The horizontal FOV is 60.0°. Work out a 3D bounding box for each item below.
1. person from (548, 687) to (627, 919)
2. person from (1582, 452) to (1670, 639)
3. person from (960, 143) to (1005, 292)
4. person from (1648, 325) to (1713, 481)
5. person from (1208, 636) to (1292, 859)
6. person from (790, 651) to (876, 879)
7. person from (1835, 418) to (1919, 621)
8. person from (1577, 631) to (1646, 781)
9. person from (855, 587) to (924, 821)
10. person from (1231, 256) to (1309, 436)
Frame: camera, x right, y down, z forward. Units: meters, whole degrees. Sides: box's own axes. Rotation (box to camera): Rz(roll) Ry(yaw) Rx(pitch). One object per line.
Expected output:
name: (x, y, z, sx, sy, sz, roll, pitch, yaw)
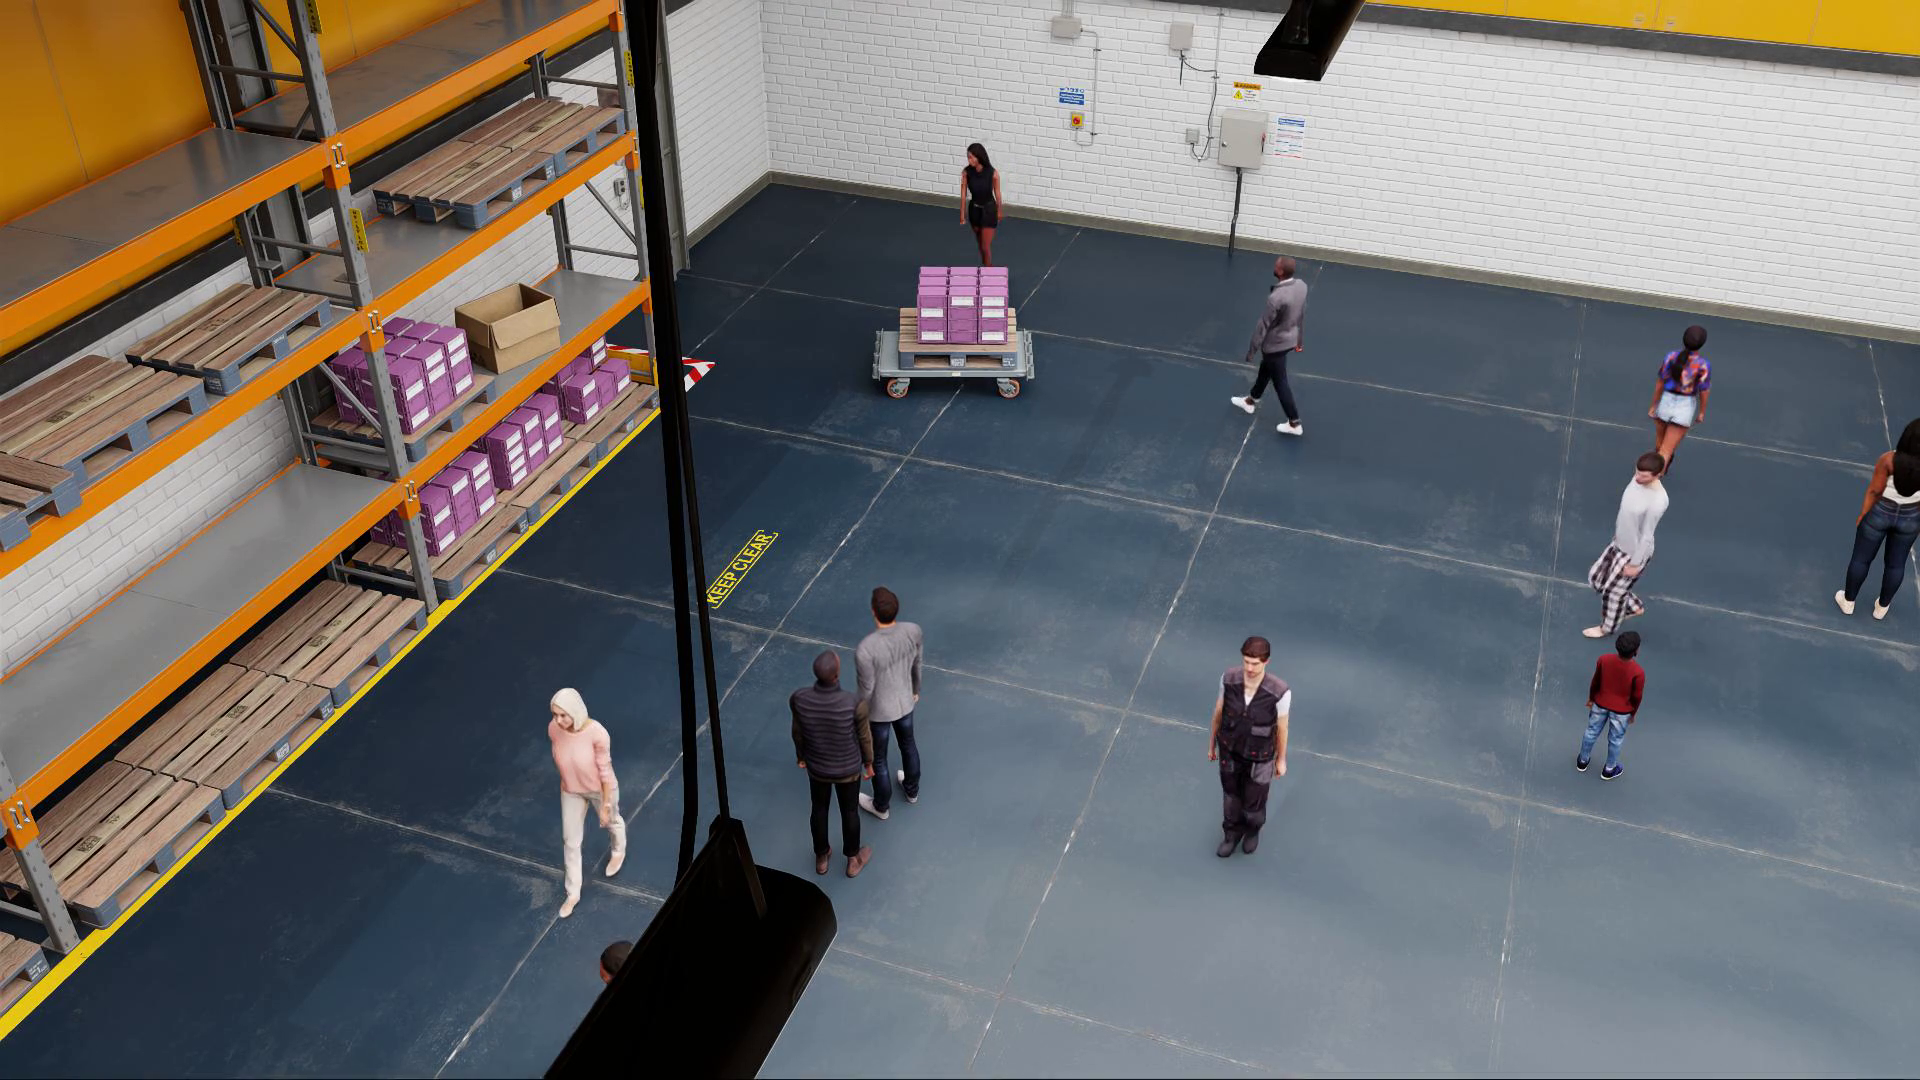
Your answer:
person: (-2.396, 1.576, 10.963, 0.697, 1.693, 0.995, 5, 34, 8)
person: (5.375, 0.061, 13.129, 0.887, 1.818, 0.819, 2, 34, 2)
person: (0.302, -3.701, 18.894, 0.611, 1.703, 0.848, 9, 35, 13)
person: (6.396, -1.085, 14.971, 0.893, 1.689, 1.229, 26, 41, 33)
person: (1.961, 1.359, 11.161, 0.735, 1.836, 0.716, 18, 38, 25)
person: (-0.839, 1.480, 10.978, 0.726, 1.836, 0.624, 6, 34, 9)
person: (7.557, -0.166, 13.481, 0.626, 1.808, 0.587, 12, 35, 18)
person: (4.697, 1.173, 11.965, 0.559, 1.255, 0.562, 23, 40, 31)
person: (-0.490, 1.122, 11.482, 0.736, 1.874, 0.841, -23, 40, -30)
person: (3.133, -1.825, 16.010, 1.212, 1.770, 1.112, -28, 43, -36)
